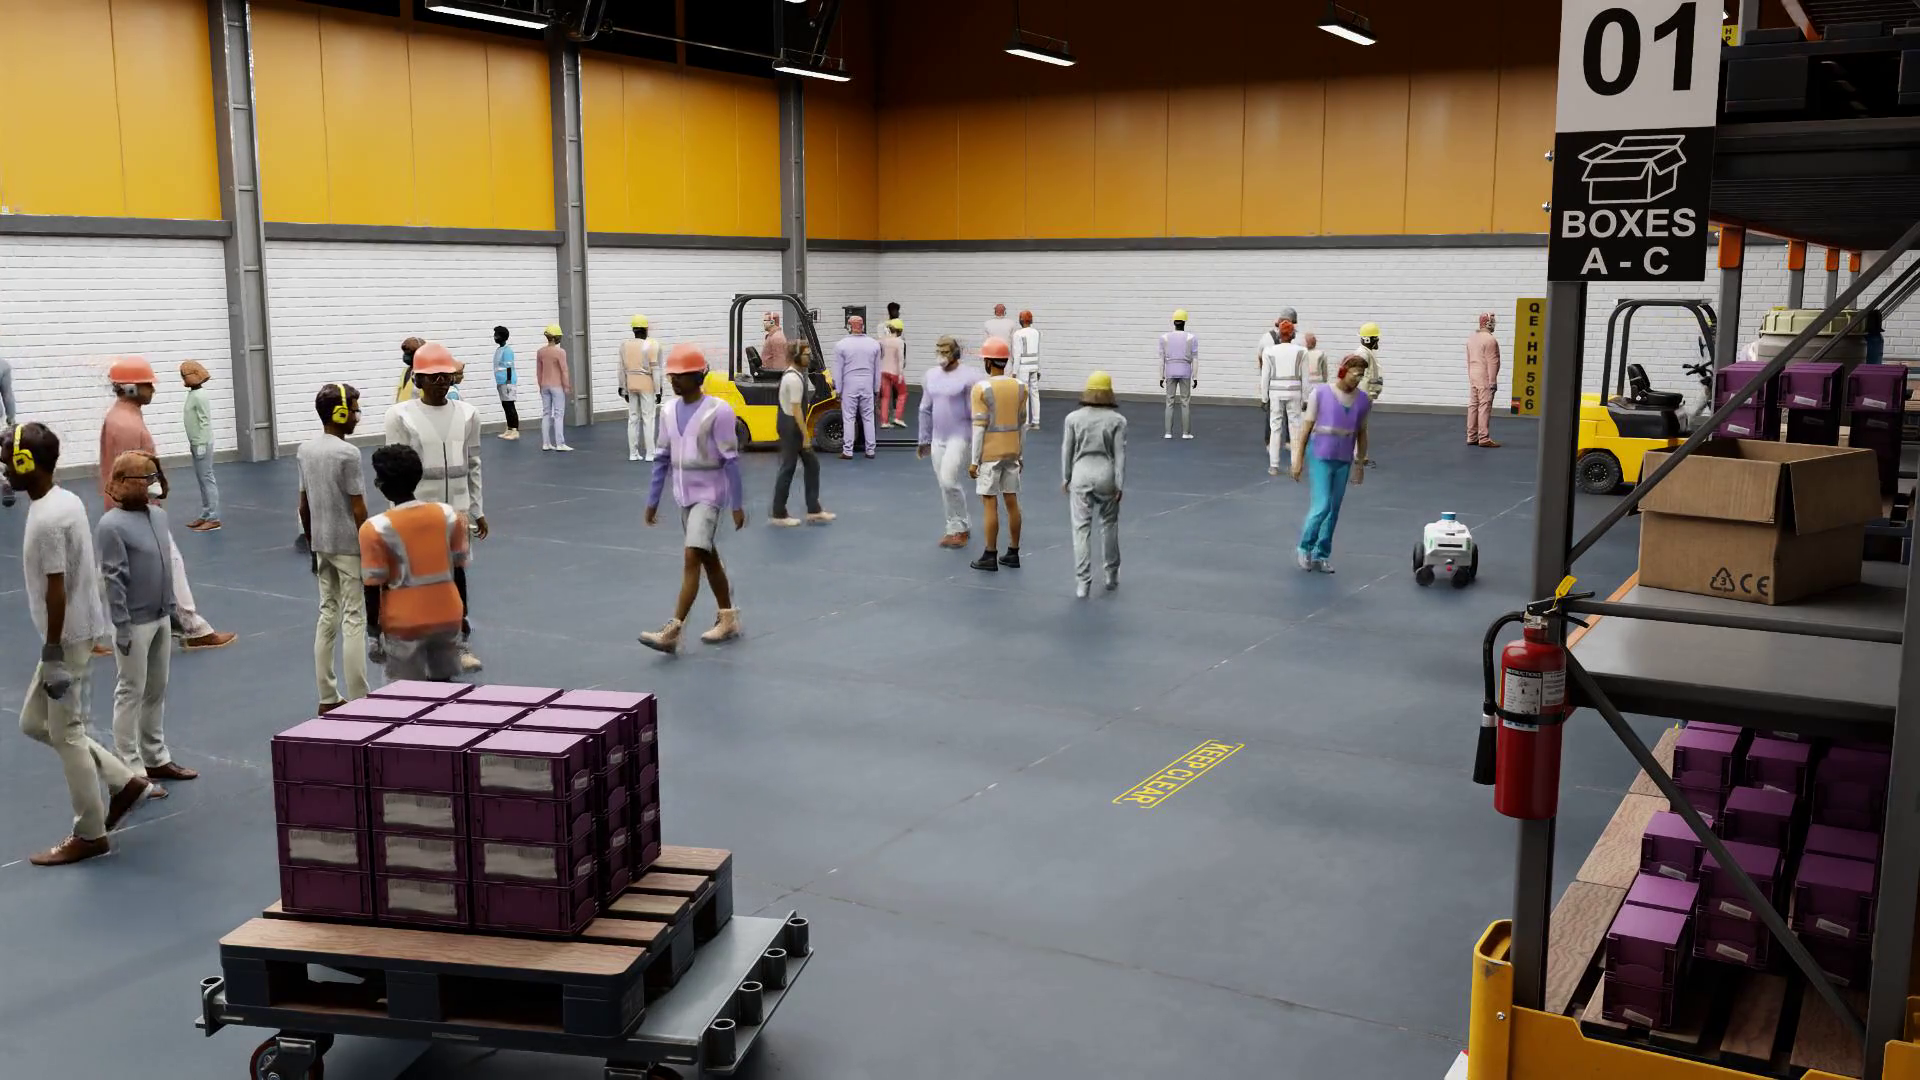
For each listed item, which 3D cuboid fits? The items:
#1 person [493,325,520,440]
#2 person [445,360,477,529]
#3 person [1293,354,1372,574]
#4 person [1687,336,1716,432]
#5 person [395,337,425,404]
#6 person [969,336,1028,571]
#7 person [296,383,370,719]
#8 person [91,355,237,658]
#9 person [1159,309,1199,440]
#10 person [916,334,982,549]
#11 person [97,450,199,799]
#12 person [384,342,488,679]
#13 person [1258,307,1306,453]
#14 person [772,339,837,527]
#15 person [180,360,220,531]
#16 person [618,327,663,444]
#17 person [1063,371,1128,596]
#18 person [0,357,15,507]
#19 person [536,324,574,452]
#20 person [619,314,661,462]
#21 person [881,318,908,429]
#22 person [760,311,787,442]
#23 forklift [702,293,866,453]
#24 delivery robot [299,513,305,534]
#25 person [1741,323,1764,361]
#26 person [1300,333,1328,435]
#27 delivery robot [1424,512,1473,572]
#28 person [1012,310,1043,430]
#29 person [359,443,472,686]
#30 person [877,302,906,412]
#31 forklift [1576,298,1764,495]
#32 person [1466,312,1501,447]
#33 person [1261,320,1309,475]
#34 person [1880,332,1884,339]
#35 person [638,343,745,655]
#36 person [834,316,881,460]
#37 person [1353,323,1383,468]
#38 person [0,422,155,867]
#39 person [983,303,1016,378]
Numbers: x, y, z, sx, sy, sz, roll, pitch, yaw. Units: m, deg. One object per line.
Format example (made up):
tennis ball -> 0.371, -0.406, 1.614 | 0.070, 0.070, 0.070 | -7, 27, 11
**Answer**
person -> -6.737, -2.326, 24.629 | 0.320, 1.692, 0.530 | -6, 11, -32
person -> -4.871, -0.915, 15.989 | 0.311, 1.638, 0.514 | -5, 10, -29
person -> 3.055, -0.615, 13.597 | 0.646, 1.804, 0.500 | -3, 10, -20
person -> 11.234, -2.393, 24.752 | 0.930, 1.790, 0.585 | 3, 10, 20
person -> -5.328, -1.080, 16.411 | 0.429, 1.841, 0.626 | -8, 12, -43
person -> 0.302, -0.712, 13.774 | 0.543, 1.942, 0.350 | -6, 11, -35
person -> -3.378, 0.075, 9.105 | 0.518, 1.865, 0.326 | 5, 11, 30
person -> -5.294, -0.212, 10.643 | 1.018, 1.952, 0.606 | -7, 11, -35
person -> 3.237, -2.446, 24.642 | 0.590, 1.927, 0.367 | 2, 9, 14
person -> -0.110, -0.867, 14.809 | 0.633, 1.923, 0.507 | 8, 12, 42
person -> -3.847, 0.388, 7.864 | 0.279, 1.634, 0.499 | 1, 9, 3
person -> -3.176, -0.183, 10.150 | 0.605, 2.045, 0.385 | -8, 12, -40
person -> 4.445, -2.222, 22.889 | 0.707, 2.000, 0.561 | 5, 10, 29
person -> -1.486, -1.023, 16.073 | 0.767, 1.817, 0.552 | -1, 9, -4
person -> -7.288, -0.903, 15.922 | 0.281, 1.634, 0.498 | -6, 11, -34
person -> -4.525, -2.224, 23.584 | 0.640, 1.810, 0.775 | -3, 10, -17
person -> 1.048, -0.452, 12.900 | 0.508, 1.704, 0.871 | 1, 9, 9
person -> -10.123, -1.250, 17.212 | 0.649, 1.919, 0.782 | -9, 13, -43
person -> -5.608, -2.104, 23.011 | 0.533, 1.767, 0.326 | 5, 10, 29
person -> -4.157, -1.976, 21.699 | 0.587, 1.930, 0.355 | 4, 10, 22
person -> -1.038, -2.634, 26.371 | 0.539, 1.746, 0.527 | 8, 12, 40
person -> -2.730, -2.386, 24.328 | 0.400, 1.910, 0.643 | -1, 9, -7
forklift -> -2.458, -2.344, 23.176 | 2.313, 2.155, 1.214 | 0, 9, -2
delivery robot -> -5.640, -0.237, 14.834 | 0.477, 0.478, 0.707 | -1, 9, -7
person -> 10.406, -1.903, 21.521 | 0.635, 1.842, 0.429 | 3, 10, 18
person -> 5.071, -2.196, 24.113 | 0.504, 1.598, 0.863 | 2, 9, 12
delivery robot -> 3.879, 0.020, 13.230 | 0.477, 0.478, 0.707 | 2, 9, 13
person -> 1.053, -2.665, 26.143 | 0.583, 1.882, 0.337 | -8, 12, -40
person -> -2.478, 0.392, 7.660 | 0.391, 1.683, 0.548 | 7, 11, 36
person -> -1.207, -3.245, 29.569 | 0.606, 1.956, 0.402 | -6, 11, -35
forklift -> 7.954, -1.589, 18.462 | 2.313, 2.155, 1.214 | 5, 11, 30
person -> 7.446, -2.268, 23.597 | 0.409, 1.909, 0.639 | -2, 9, -14
person -> 3.972, -1.735, 20.330 | 0.575, 1.887, 0.362 | 2, 9, 12
person -> 13.192, -2.421, 24.456 | 0.631, 1.939, 0.372 | 2, 9, 14
person -> -1.799, -0.263, 10.773 | 0.638, 1.994, 1.004 | 7, 12, 39
person -> -1.364, -2.012, 22.033 | 0.645, 1.899, 0.403 | -4, 10, -23
person -> 5.167, -1.839, 21.141 | 0.404, 1.835, 0.586 | 2, 9, 14
person -> -3.731, 0.431, 6.925 | 0.458, 1.848, 0.623 | -4, 10, -22
person -> 0.743, -3.405, 30.691 | 0.638, 1.910, 0.407 | 1, 9, 5
